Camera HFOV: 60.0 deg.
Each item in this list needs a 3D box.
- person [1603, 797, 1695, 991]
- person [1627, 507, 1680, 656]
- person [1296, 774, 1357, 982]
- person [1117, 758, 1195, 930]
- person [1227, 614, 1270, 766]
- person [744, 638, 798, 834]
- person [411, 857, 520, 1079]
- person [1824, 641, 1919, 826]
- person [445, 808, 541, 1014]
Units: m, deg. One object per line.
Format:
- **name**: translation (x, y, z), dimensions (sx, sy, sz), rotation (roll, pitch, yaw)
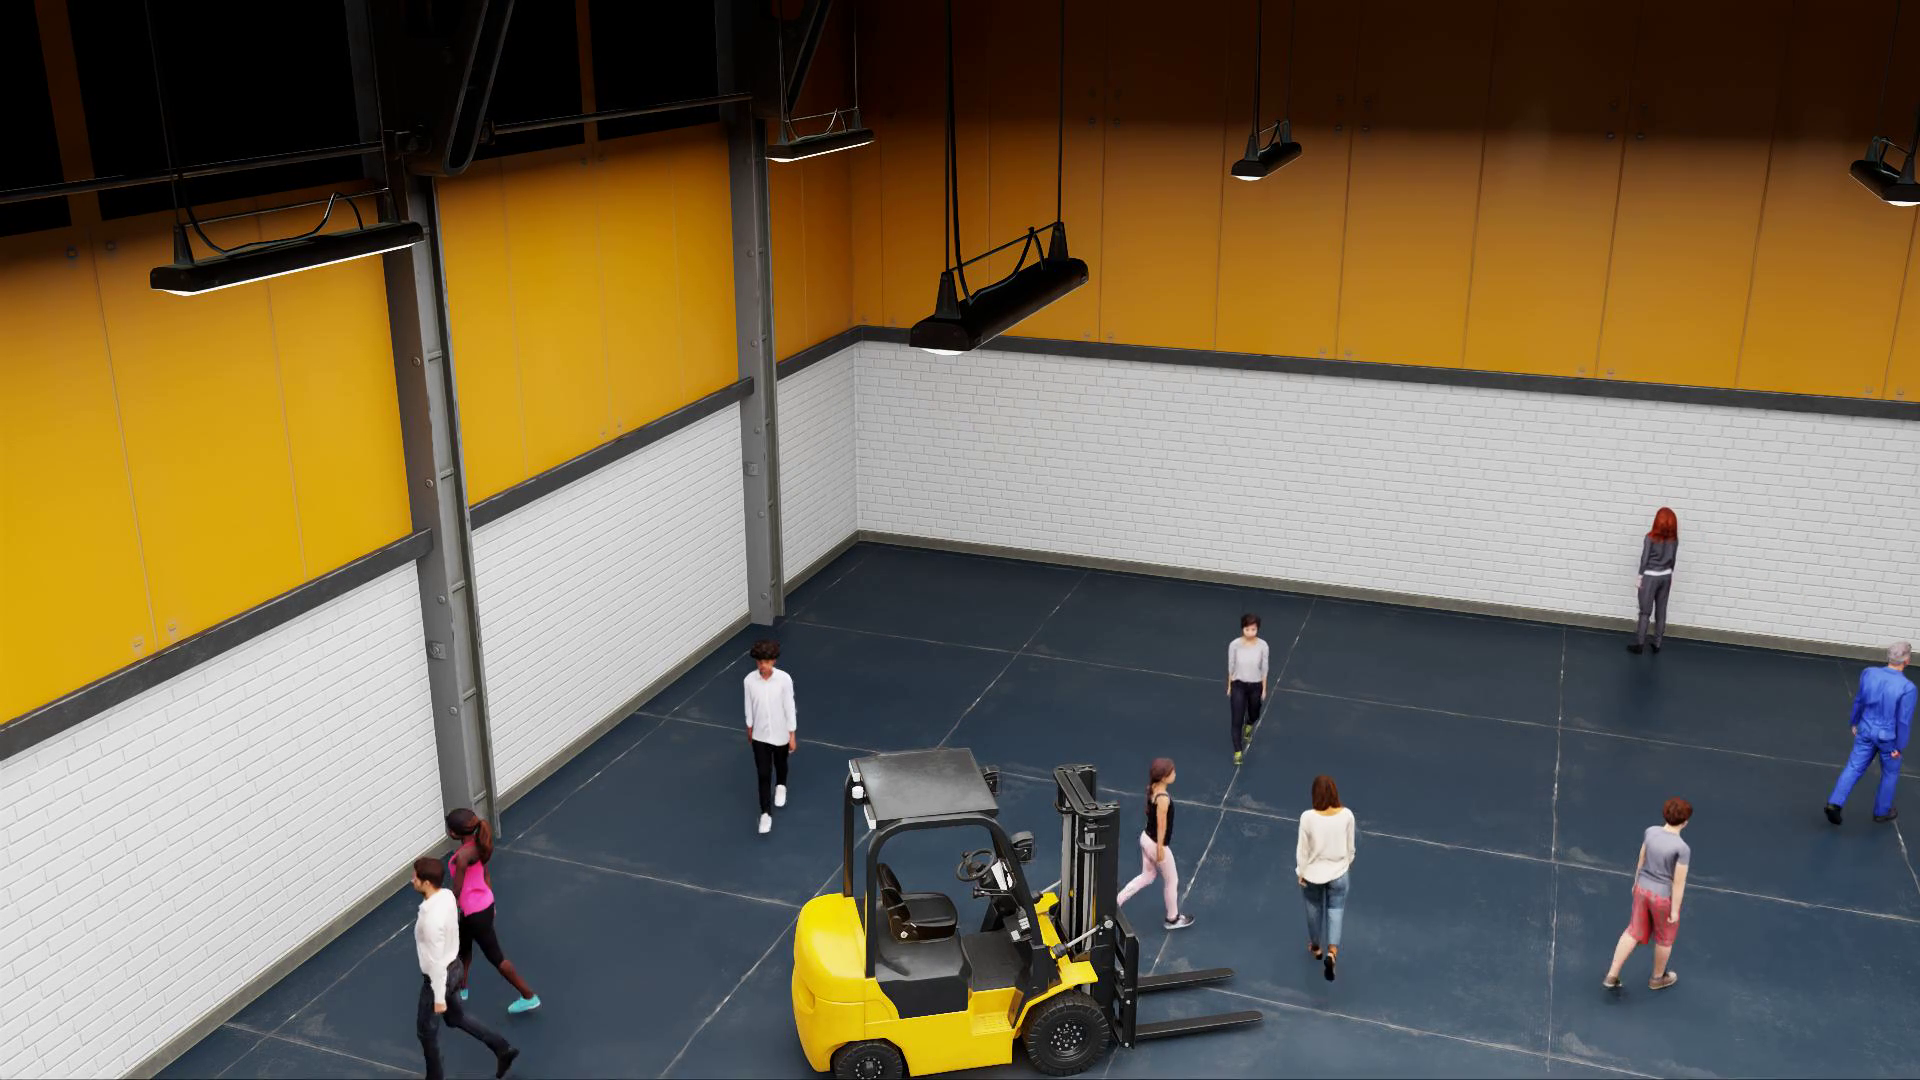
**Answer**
- **person**: translation (5.265, 2.747, 12.707), dimensions (1.037, 1.627, 0.941), rotation (-12, 22, -31)
- **person**: translation (8.056, 0.466, 19.242), dimensions (0.651, 1.780, 0.648), rotation (-2, 19, -7)
- **person**: translation (2.858, 2.645, 12.962), dimensions (0.775, 1.657, 1.001), rotation (2, 19, 5)
- **person**: translation (1.537, 2.501, 13.575), dimensions (0.932, 1.540, 0.986), rotation (-5, 19, -14)
- **person**: translation (2.884, 1.444, 16.723), dimensions (0.700, 1.533, 0.993), rotation (2, 19, 6)
- **person**: translation (-1.733, 1.745, 15.463), dimensions (0.901, 1.767, 1.211), rotation (0, 19, 1)
- **person**: translation (-3.494, 3.034, 11.519), dimensions (1.002, 1.842, 1.092), rotation (-2, 19, -5)
- **person**: translation (8.352, 1.811, 15.218), dimensions (1.254, 1.798, 1.157), rotation (-11, 21, -29)
- **person**: translation (-3.530, 2.802, 12.452), dimensions (0.862, 1.686, 1.087), rotation (1, 19, 2)
